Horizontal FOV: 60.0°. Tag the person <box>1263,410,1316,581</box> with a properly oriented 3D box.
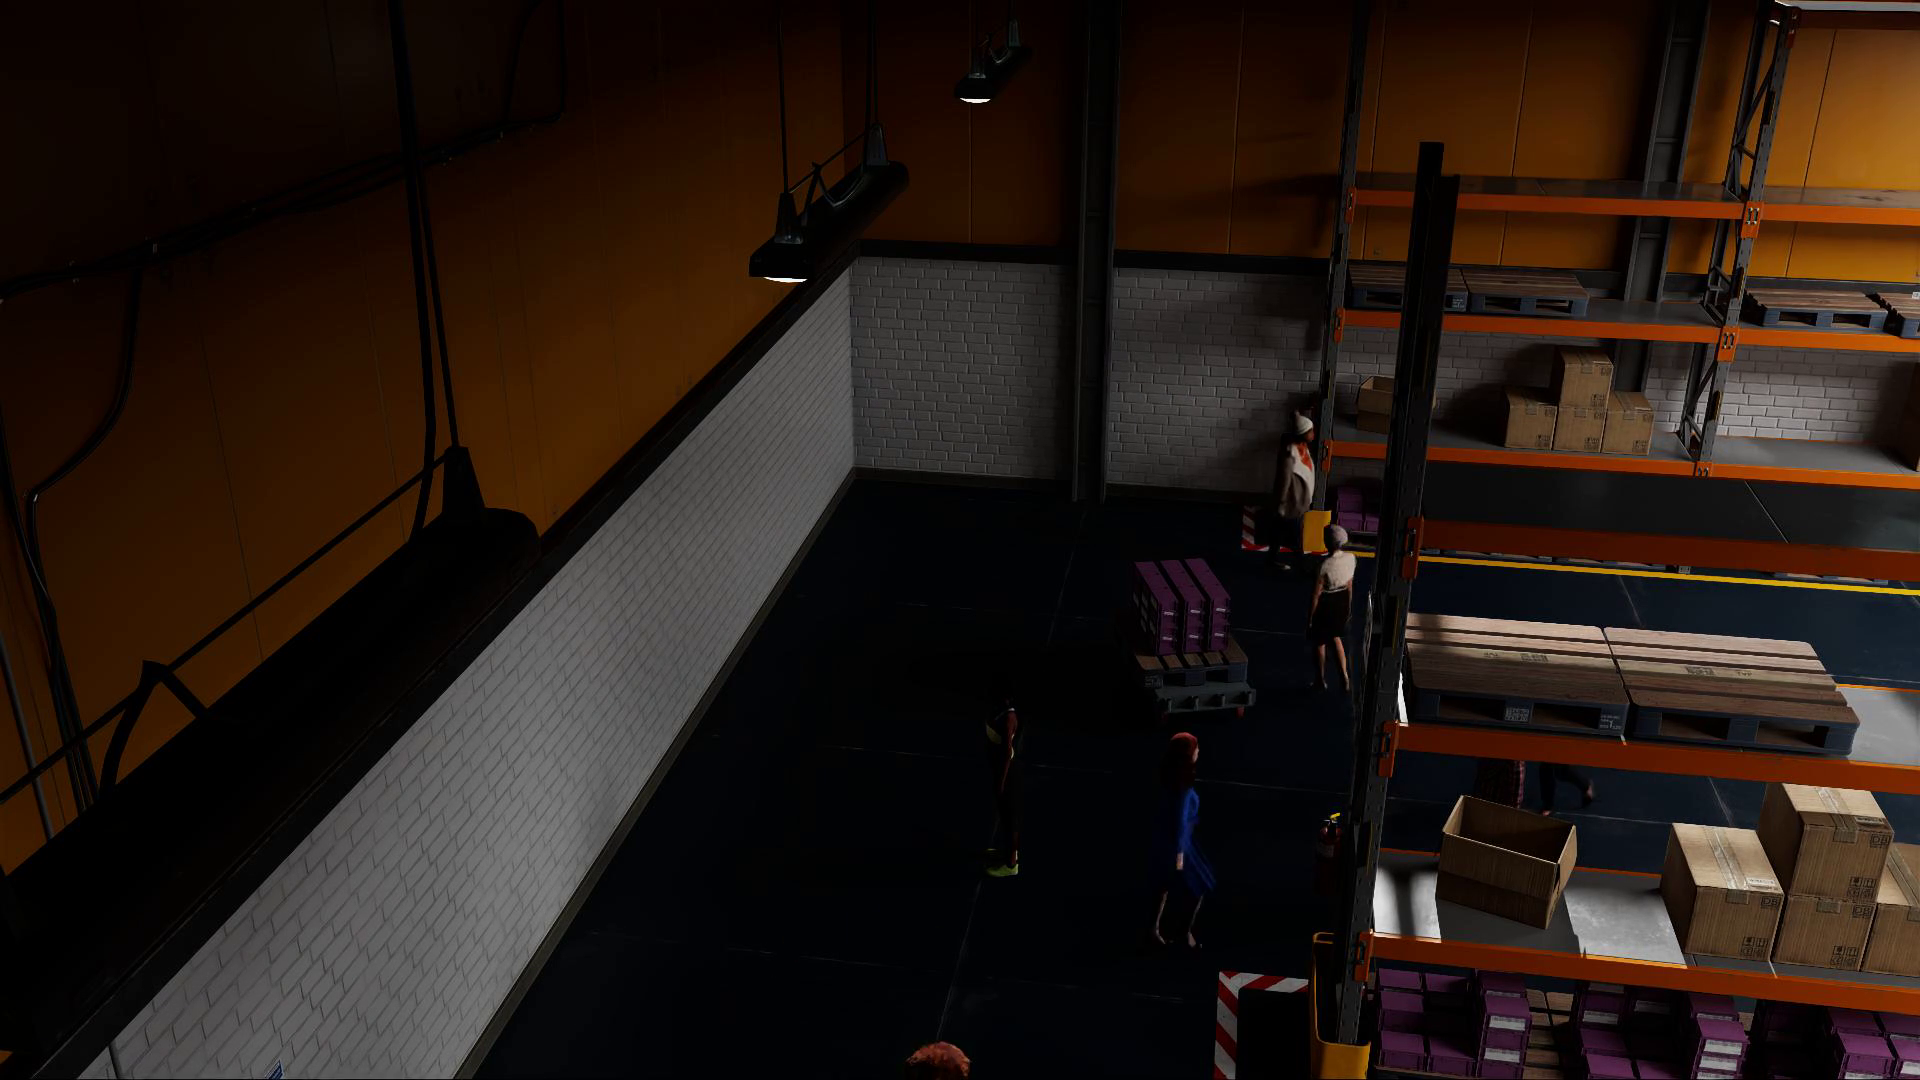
[{"bbox_3d":[3.511,-0.503,18.019,1.040,1.871,0.853,10,26,22],"label":"person"}]

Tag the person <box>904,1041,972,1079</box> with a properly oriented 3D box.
[{"bbox_3d":[-0.106,3.533,9.010,0.794,1.692,0.974,7,25,17],"label":"person"}]

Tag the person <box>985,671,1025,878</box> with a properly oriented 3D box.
[{"bbox_3d":[0.360,1.798,12.901,0.538,1.755,0.579,1,24,3],"label":"person"}]

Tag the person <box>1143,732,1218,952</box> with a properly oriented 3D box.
[{"bbox_3d":[1.450,2.204,11.898,0.821,1.813,0.756,-4,24,-9],"label":"person"}]

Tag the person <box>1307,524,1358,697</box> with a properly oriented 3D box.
[{"bbox_3d":[3.490,0.715,15.402,0.899,1.737,0.917,-9,25,-21],"label":"person"}]
